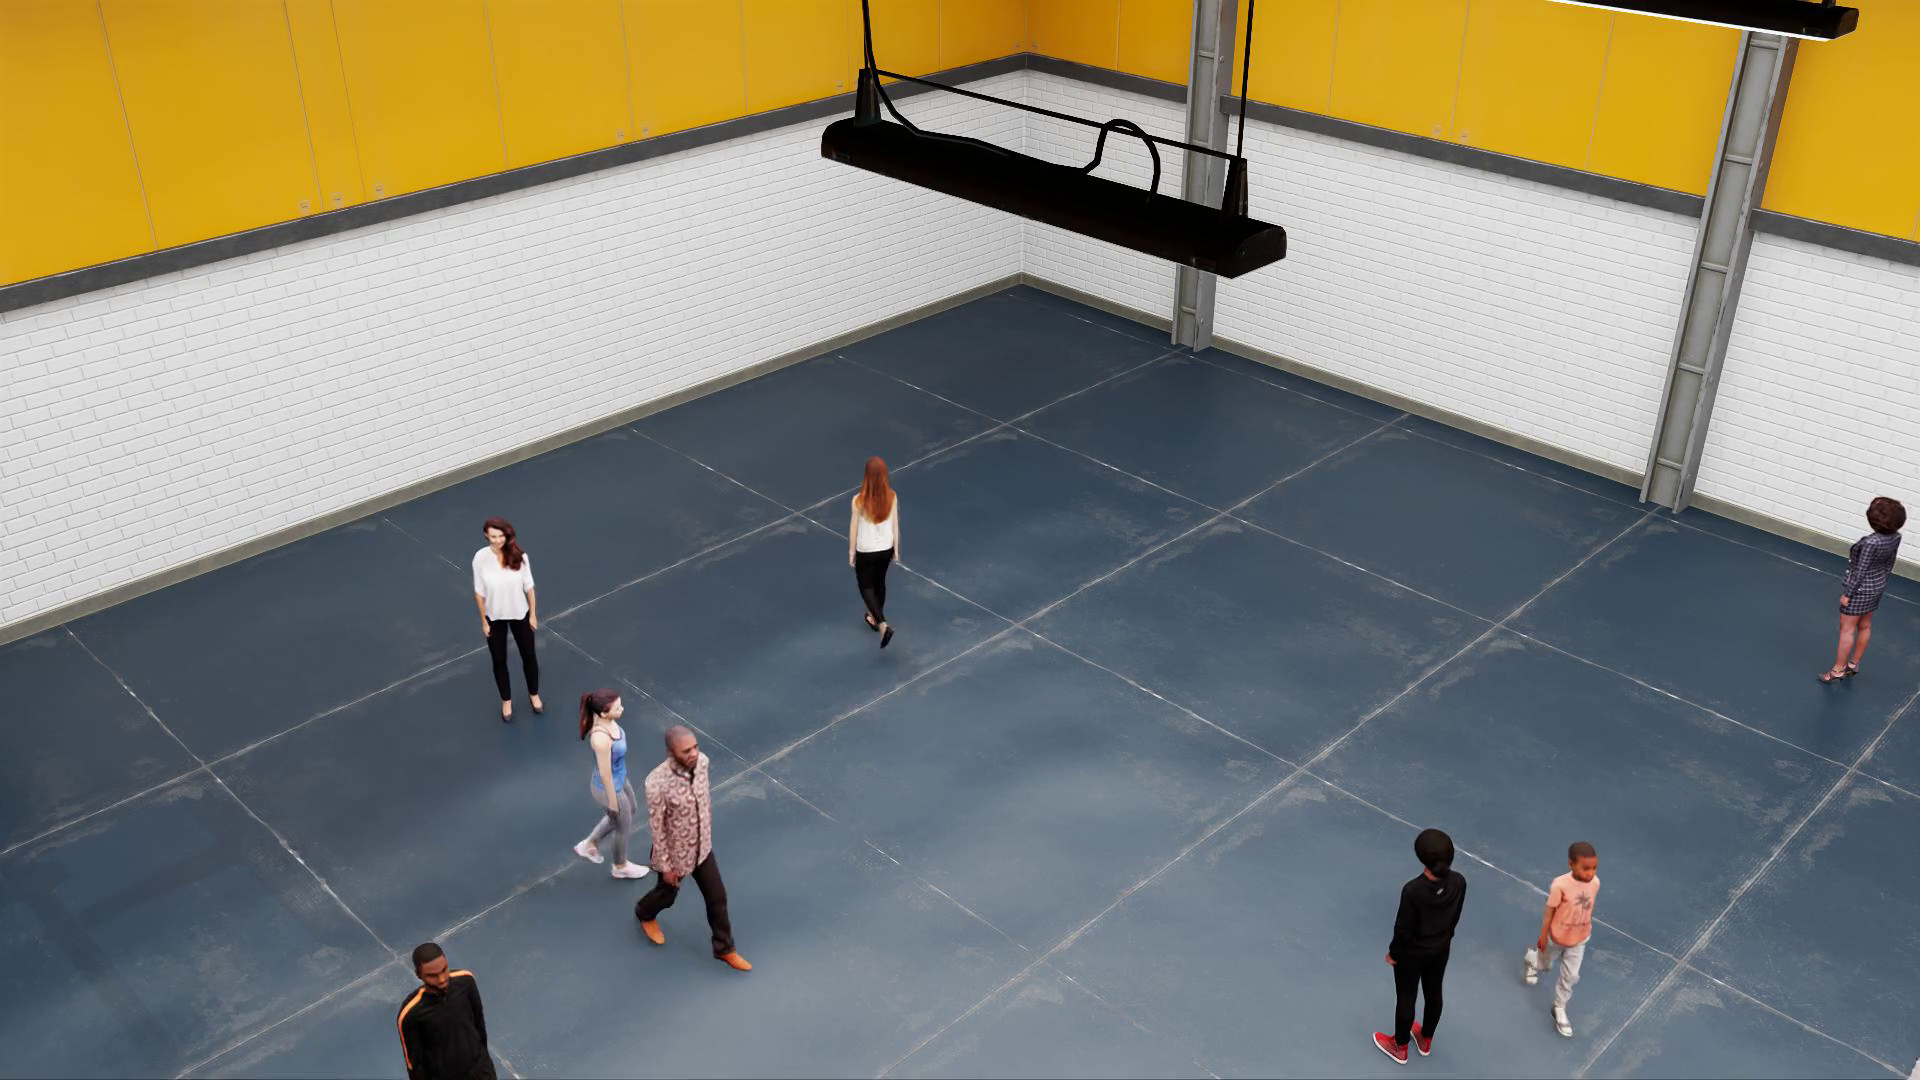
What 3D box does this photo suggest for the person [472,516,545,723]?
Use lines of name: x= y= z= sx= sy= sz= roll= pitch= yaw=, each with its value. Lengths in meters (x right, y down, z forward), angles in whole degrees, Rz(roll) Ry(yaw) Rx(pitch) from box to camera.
person: x=-3.549 y=0.605 z=13.049 sx=0.673 sy=1.795 sz=0.661 roll=-9 pitch=30 yaw=-16

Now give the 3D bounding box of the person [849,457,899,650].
person: x=-0.700 y=0.124 z=14.025 sx=0.796 sy=1.705 sz=1.021 roll=-12 pitch=31 yaw=-21

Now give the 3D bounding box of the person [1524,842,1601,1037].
person: x=3.718 y=2.389 z=10.301 sx=0.805 sy=1.295 sz=0.885 roll=-2 pitch=29 yaw=-3

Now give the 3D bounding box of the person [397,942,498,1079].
person: x=-2.787 y=2.831 z=8.984 sx=0.636 sy=1.780 sz=0.912 roll=-26 pitch=38 yaw=-38

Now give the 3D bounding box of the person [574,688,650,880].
person: x=-2.439 y=1.675 z=11.297 sx=0.837 sy=1.595 sz=0.796 roll=-5 pitch=29 yaw=-10

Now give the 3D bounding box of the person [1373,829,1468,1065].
person: x=2.754 y=2.411 z=9.864 sx=0.674 sy=1.674 sz=0.677 roll=-8 pitch=30 yaw=-15

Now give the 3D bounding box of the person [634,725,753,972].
person: x=-1.830 y=1.929 z=10.621 sx=1.145 sy=1.796 sz=0.697 roll=25 pitch=37 yaw=37

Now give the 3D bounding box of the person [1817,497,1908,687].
person: x=7.334 y=0.418 z=13.491 sx=0.688 sy=1.700 sz=0.646 roll=-14 pitch=32 yaw=-24
